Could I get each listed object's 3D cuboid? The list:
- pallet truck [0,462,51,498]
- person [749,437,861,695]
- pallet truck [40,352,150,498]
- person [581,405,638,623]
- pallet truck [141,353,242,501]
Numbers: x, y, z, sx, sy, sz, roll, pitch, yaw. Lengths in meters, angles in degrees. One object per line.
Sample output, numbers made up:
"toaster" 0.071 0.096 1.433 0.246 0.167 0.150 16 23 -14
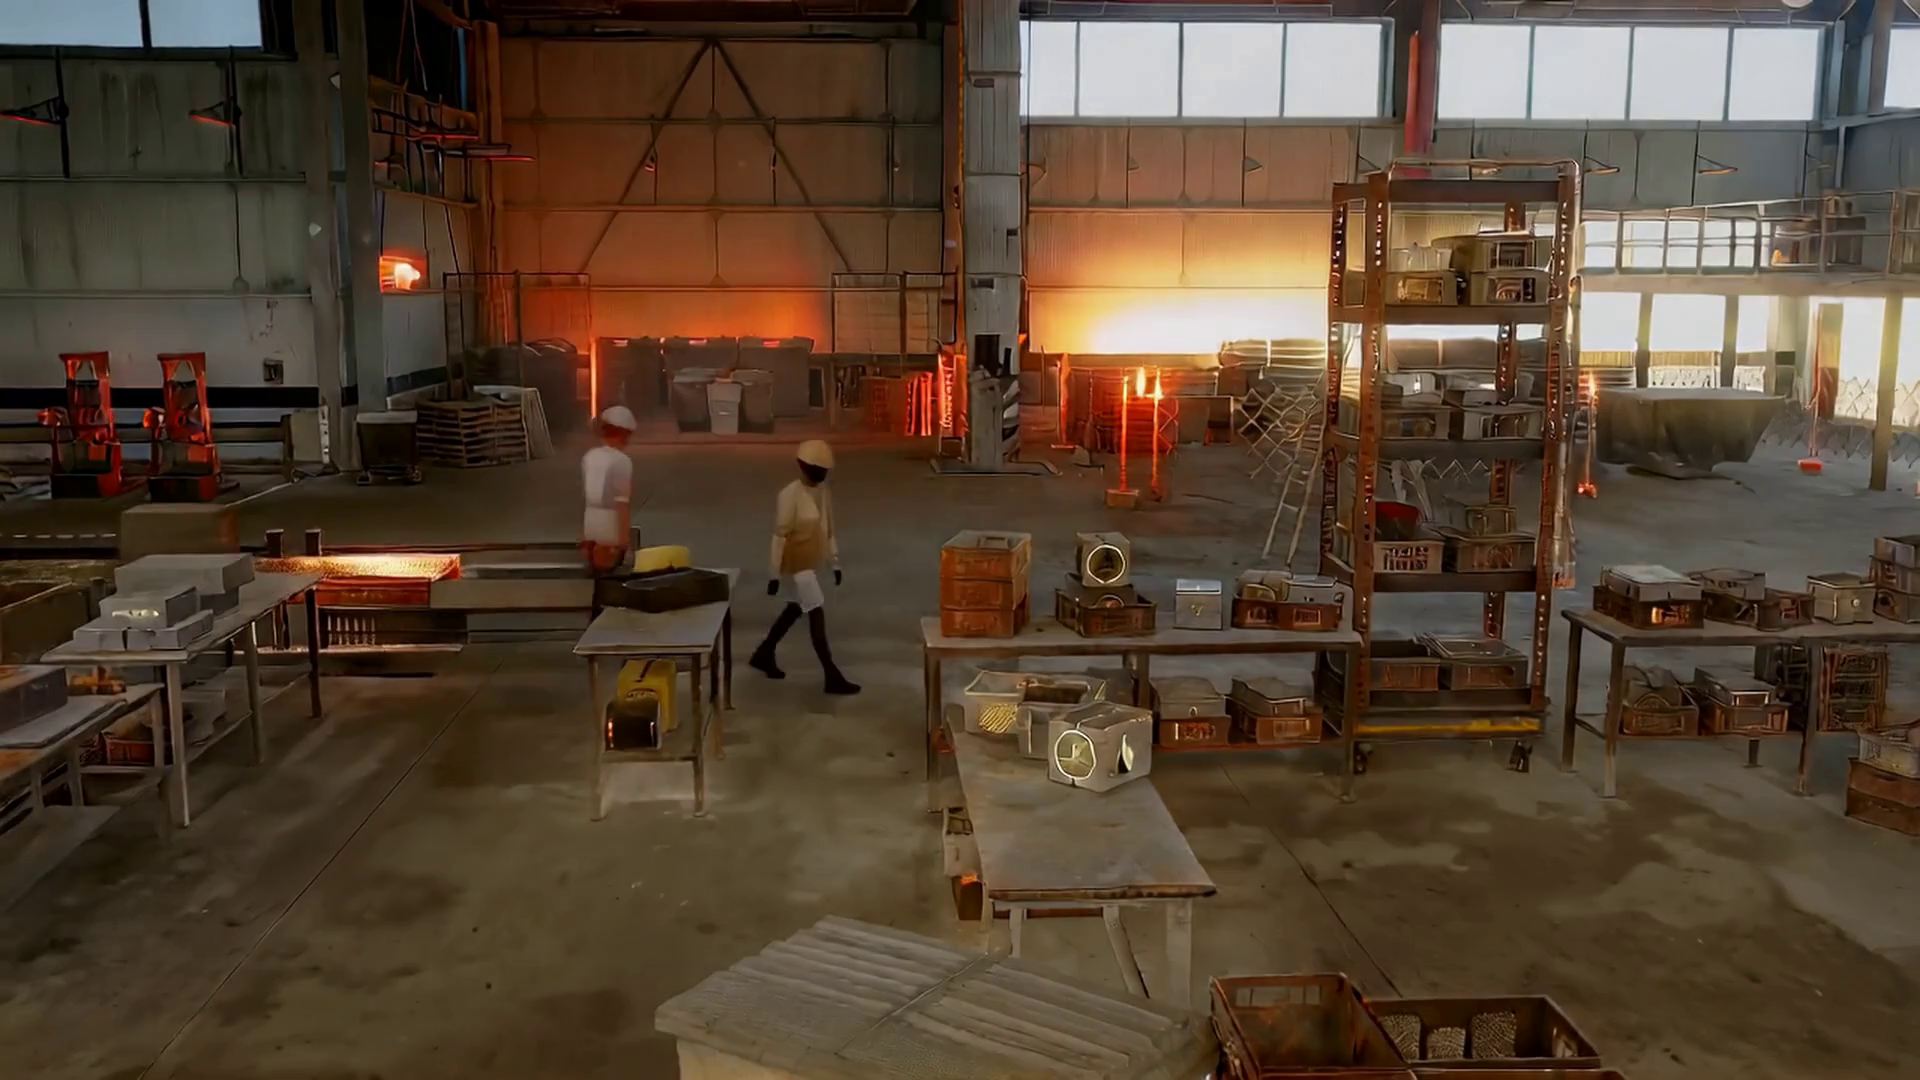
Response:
"pallet truck" -13.193 -1.293 23.148 0.653 1.274 1.630 -1 9 -4
"person" -1.176 0.165 12.193 1.007 1.885 0.585 5 10 29
"pallet truck" -11.907 -1.642 23.165 0.823 1.965 1.885 0 9 0
"person" -2.730 -0.050 13.104 0.629 2.014 0.466 8 12 40
"pallet truck" -10.520 -1.604 22.925 0.823 1.965 1.885 -1 9 -6
